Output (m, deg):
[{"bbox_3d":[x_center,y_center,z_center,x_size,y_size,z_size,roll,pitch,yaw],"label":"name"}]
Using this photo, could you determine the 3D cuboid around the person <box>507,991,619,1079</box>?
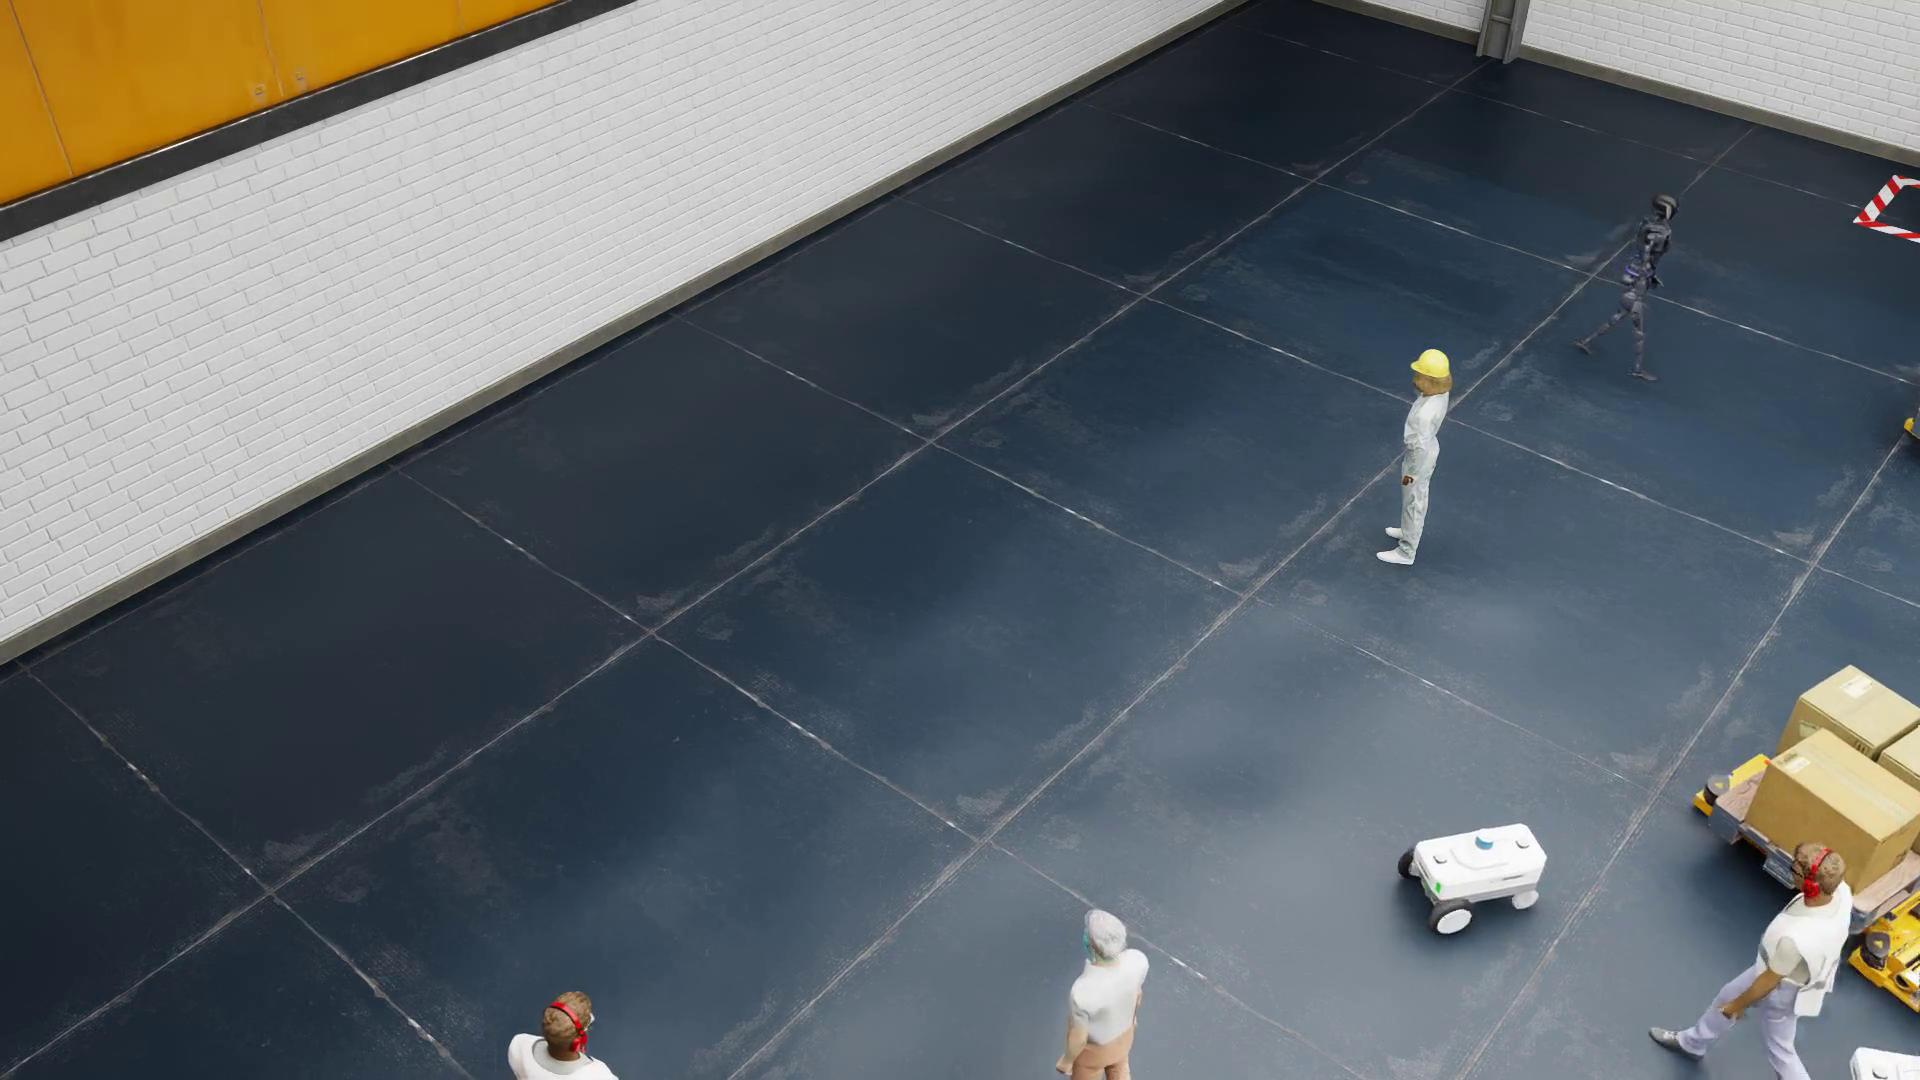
[{"bbox_3d":[-1.740,2.737,7.644,0.570,1.833,0.398,16,41,19],"label":"person"}]

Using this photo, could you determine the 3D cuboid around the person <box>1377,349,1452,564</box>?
[{"bbox_3d":[3.246,-0.595,11.849,0.317,1.742,0.491,16,42,19],"label":"person"}]

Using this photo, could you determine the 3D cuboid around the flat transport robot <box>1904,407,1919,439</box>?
[{"bbox_3d":[8.253,-0.640,13.080,0.659,0.231,1.431,-14,41,-17],"label":"flat transport robot"}]

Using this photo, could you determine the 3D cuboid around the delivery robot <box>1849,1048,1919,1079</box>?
[{"bbox_3d":[4.962,2.871,8.511,0.785,0.614,0.520,8,39,9],"label":"delivery robot"}]

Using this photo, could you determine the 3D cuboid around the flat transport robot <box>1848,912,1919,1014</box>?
[{"bbox_3d":[5.694,2.599,9.060,0.659,0.231,1.431,-22,44,-25],"label":"flat transport robot"}]

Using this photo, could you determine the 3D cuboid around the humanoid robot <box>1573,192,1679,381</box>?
[{"bbox_3d":[5.656,-2.157,13.888,0.766,1.646,0.603,21,43,24],"label":"humanoid robot"}]

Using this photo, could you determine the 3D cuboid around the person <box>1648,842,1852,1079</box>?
[{"bbox_3d":[4.151,2.227,8.308,0.955,1.793,0.566,28,46,30],"label":"person"}]

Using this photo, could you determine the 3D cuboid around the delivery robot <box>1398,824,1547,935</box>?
[{"bbox_3d":[2.992,1.915,9.675,0.773,0.586,0.499,-8,40,-10],"label":"delivery robot"}]

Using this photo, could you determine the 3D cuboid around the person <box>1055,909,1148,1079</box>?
[{"bbox_3d":[0.683,2.417,8.110,0.491,1.742,0.304,-27,46,-29],"label":"person"}]

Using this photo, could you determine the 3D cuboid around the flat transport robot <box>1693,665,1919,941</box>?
[{"bbox_3d":[5.232,1.843,9.999,0.659,0.231,1.431,-22,44,-25],"label":"flat transport robot"}]
